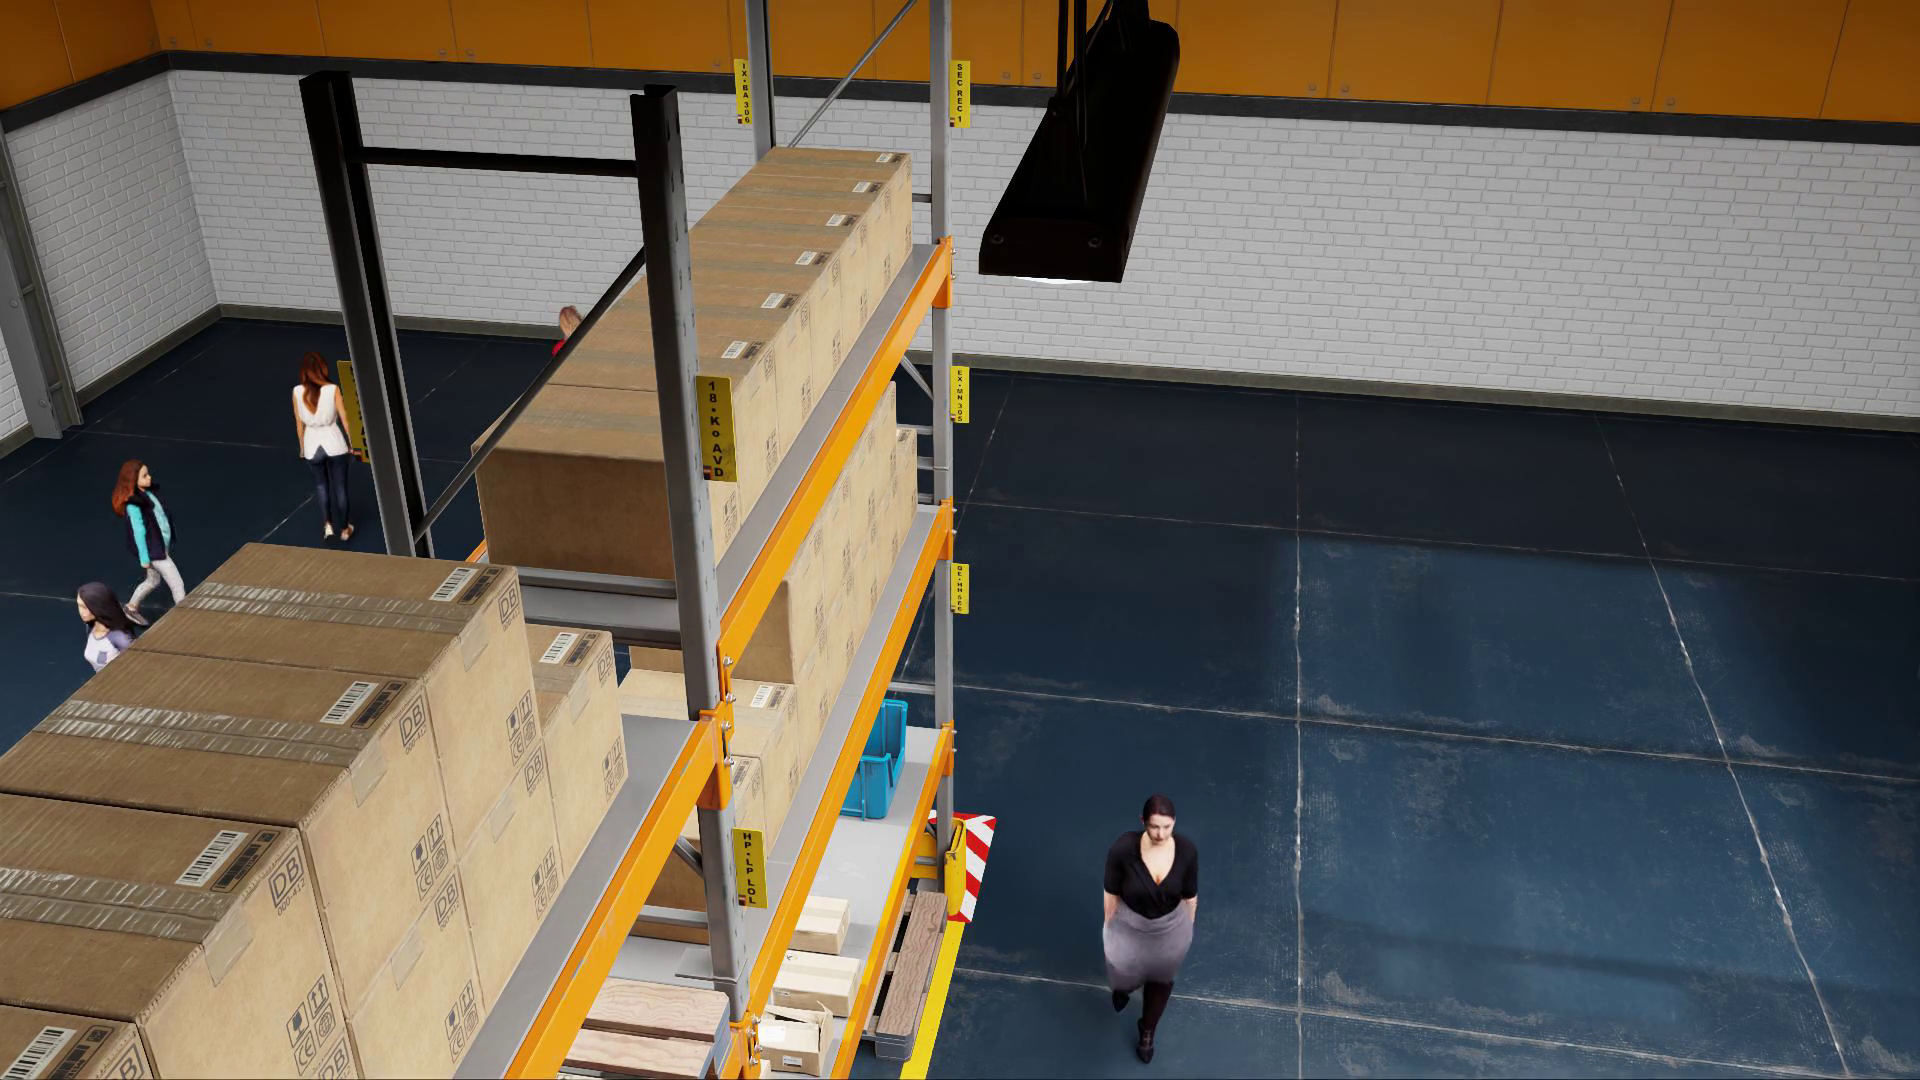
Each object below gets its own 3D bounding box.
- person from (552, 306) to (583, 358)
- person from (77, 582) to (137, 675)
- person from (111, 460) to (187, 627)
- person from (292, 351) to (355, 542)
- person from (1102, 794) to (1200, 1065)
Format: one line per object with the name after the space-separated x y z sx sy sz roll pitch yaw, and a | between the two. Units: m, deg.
-3.444 -1.312 15.304 0.730 1.698 0.784 -17 33 -28 | person
-5.490 1.002 11.068 0.774 1.693 0.914 17 33 28 | person
-6.384 0.060 13.025 0.836 1.473 0.971 -5 29 -8 | person
-5.421 -0.741 14.173 0.737 1.780 0.814 -4 29 -8 | person
1.005 2.059 9.072 0.752 1.749 0.834 -1 29 -2 | person
